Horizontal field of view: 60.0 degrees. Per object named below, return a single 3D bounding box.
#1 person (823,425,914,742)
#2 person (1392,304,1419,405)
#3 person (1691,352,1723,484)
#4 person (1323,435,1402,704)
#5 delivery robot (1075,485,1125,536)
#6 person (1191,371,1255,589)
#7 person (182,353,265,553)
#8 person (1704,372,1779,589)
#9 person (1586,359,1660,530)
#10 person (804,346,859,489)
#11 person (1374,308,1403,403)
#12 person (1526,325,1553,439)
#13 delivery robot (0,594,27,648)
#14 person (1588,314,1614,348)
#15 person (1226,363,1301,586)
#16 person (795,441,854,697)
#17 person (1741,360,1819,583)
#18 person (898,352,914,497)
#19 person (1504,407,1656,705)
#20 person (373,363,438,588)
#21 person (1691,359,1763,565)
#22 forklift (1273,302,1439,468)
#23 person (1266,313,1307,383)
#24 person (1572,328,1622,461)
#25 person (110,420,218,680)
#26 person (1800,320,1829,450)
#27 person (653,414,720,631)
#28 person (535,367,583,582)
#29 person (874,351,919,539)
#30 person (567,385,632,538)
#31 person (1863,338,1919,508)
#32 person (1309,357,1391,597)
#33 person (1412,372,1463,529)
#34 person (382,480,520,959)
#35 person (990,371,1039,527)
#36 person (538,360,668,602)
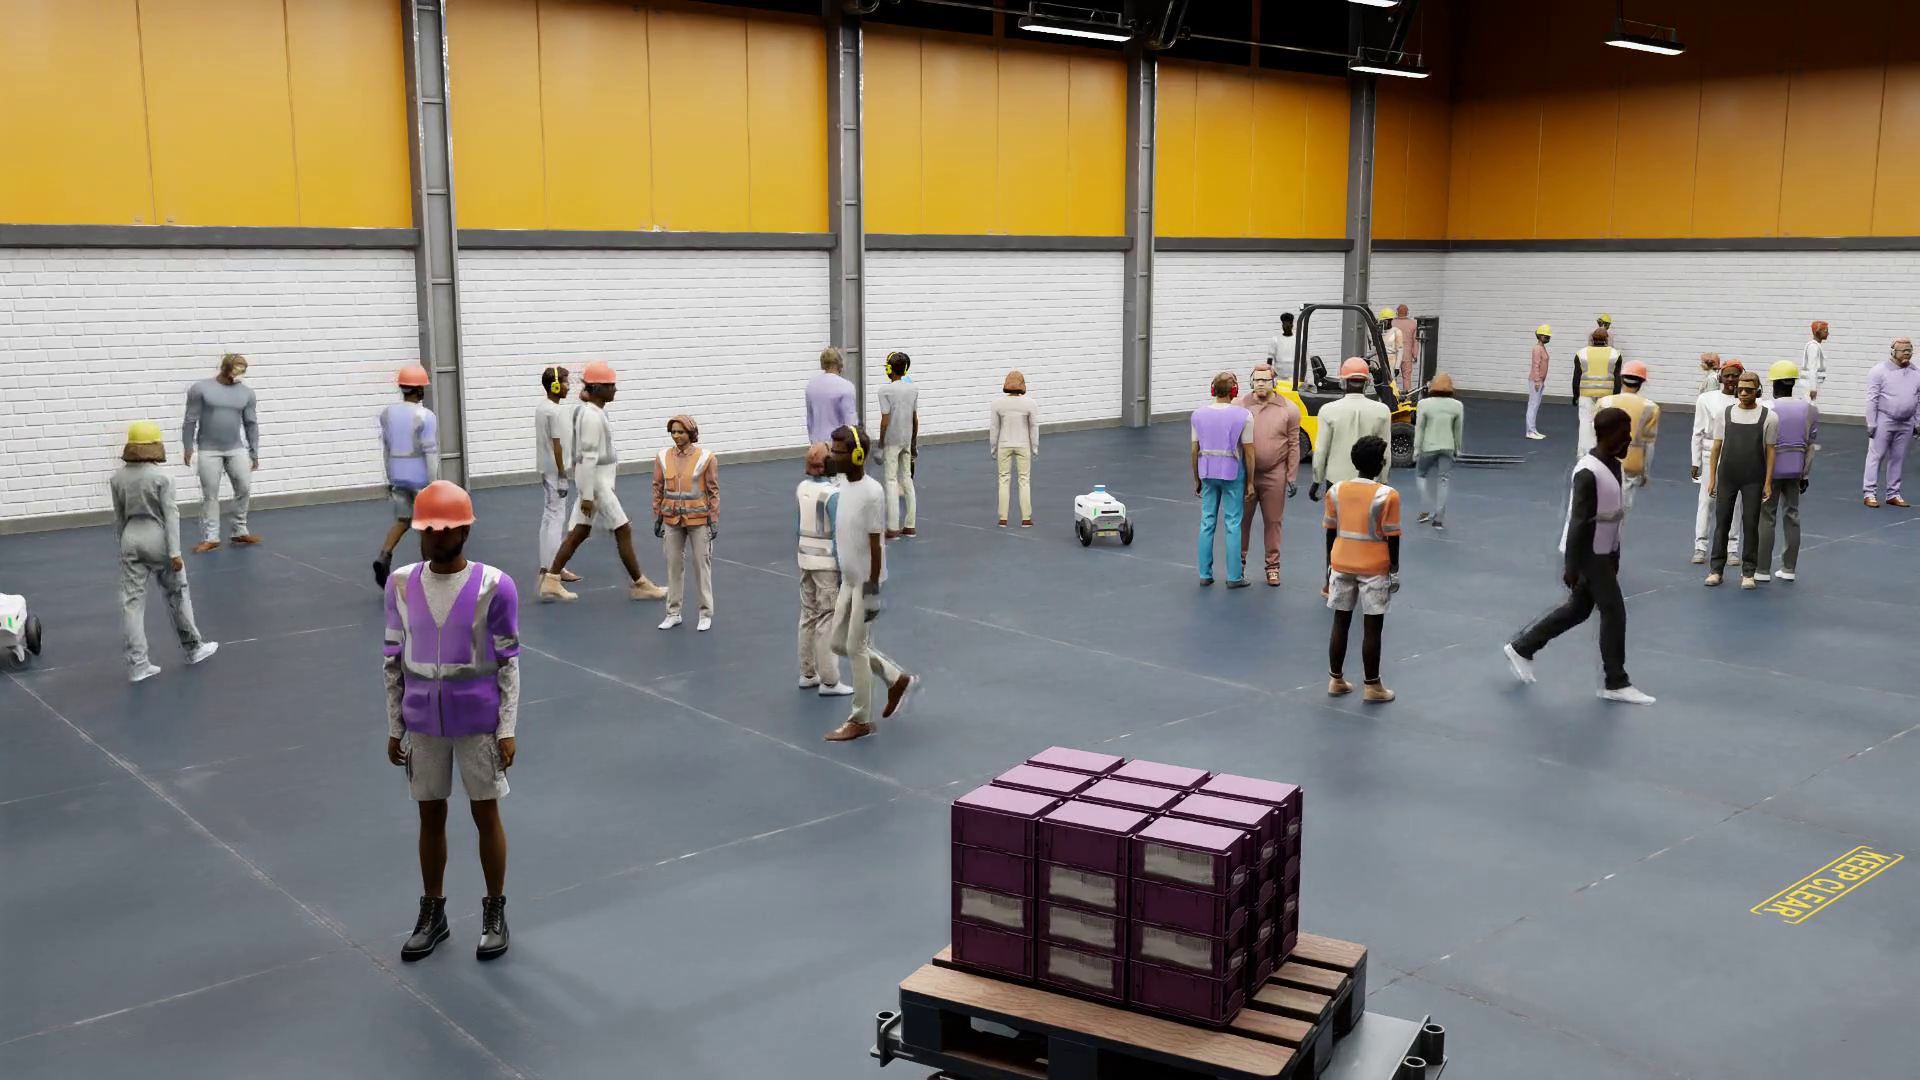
[{"bbox_3d":[-0.535,0.248,9.701,0.555,1.856,0.530,-5,11,-28],"label":"person"},{"bbox_3d":[8.337,-3.498,31.457,0.654,1.905,0.408,3,10,17],"label":"person"},{"bbox_3d":[9.292,-1.510,20.627,0.313,1.631,0.524,4,11,23],"label":"person"},{"bbox_3d":[2.547,0.181,10.524,0.317,1.697,0.540,-10,14,-44],"label":"person"},{"bbox_3d":[1.376,-0.298,16.399,0.477,0.478,0.707,-2,10,-12],"label":"delivery robot"},{"bbox_3d":[2.222,-0.504,14.095,0.567,1.848,0.386,6,11,29],"label":"person"},{"bbox_3d":[-7.067,-0.827,15.888,0.735,1.896,0.370,-8,13,-40],"label":"person"},{"bbox_3d":[6.625,-0.505,14.116,0.509,1.846,0.342,6,11,31],"label":"person"},{"bbox_3d":[5.889,-0.652,14.834,0.583,1.900,0.496,5,11,27],"label":"person"},{"bbox_3d":[-1.249,-0.925,16.350,0.666,1.929,0.387,9,13,44],"label":"person"},{"bbox_3d":[7.334,-3.014,28.574,0.383,1.923,0.590,-5,11,-29],"label":"person"},{"bbox_3d":[8.947,-2.437,25.674,0.329,1.763,0.523,5,11,29],"label":"person"},{"bbox_3d":[-6.655,0.548,11.445,0.477,0.478,0.707,-4,11,-22],"label":"delivery robot"},{"bbox_3d":[11.703,-3.236,30.365,0.335,1.759,0.523,-6,11,-32],"label":"person"},{"bbox_3d":[2.568,-0.553,14.215,0.640,1.910,0.401,3,10,16],"label":"person"},{"bbox_3d":[-0.881,0.182,10.699,0.310,1.636,0.523,-7,12,-35],"label":"person"},{"bbox_3d":[7.068,-0.589,14.363,0.587,1.928,0.364,-1,10,-7],"label":"person"},{"bbox_3d":[-0.685,-1.348,19.485,0.318,1.697,0.534,2,10,14],"label":"person"},{"bbox_3d":[3.991,0.073,10.649,0.934,1.880,0.595,7,12,35],"label":"person"},{"bbox_3d":[-4.629,-0.512,13.921,0.548,1.922,0.687,3,10,17],"label":"person"},{"bbox_3d":[6.987,-0.708,15.195,0.576,1.881,0.354,4,10,20],"label":"person"},{"bbox_3d":[5.320,-2.157,22.763,2.313,2.155,1.214,3,10,16],"label":"forklift"},{"bbox_3d":[5.097,-2.587,26.069,0.629,1.918,0.968,4,10,21],"label":"person"},{"bbox_3d":[8.712,-1.982,22.771,0.636,1.842,0.429,3,10,19],"label":"person"},{"bbox_3d":[-5.419,0.042,11.269,0.508,1.709,0.798,1,10,8],"label":"person"},{"bbox_3d":[12.416,-2.250,24.217,0.337,1.882,0.584,5,11,26],"label":"person"},{"bbox_3d":[-2.057,-0.127,12.508,0.523,1.637,0.310,2,10,12],"label":"person"},{"bbox_3d":[-3.509,-0.568,14.427,0.310,1.864,0.534,-5,11,-29],"label":"person"},{"bbox_3d":[-0.638,-0.940,16.590,0.531,1.870,0.316,-9,13,-42],"label":"person"},{"bbox_3d":[-3.657,-0.819,16.714,0.527,1.584,0.866,9,13,43],"label":"person"},{"bbox_3d":[10.486,-1.311,18.654,0.642,1.910,0.401,-1,10,-4],"label":"person"},{"bbox_3d":[3.210,-0.503,13.658,0.651,1.990,0.411,0,10,0],"label":"person"},{"bbox_3d":[4.943,-0.933,17.278,0.524,1.614,0.493,0,10,-2],"label":"person"},{"bbox_3d":[-2.032,0.721,6.659,0.545,1.941,0.350,0,10,0],"label":"person"},{"bbox_3d":[0.564,-0.943,17.293,0.509,1.632,0.265,1,10,6],"label":"person"},{"bbox_3d":[-2.931,-0.459,13.477,1.088,1.987,0.624,-3,10,-16],"label":"person"}]
